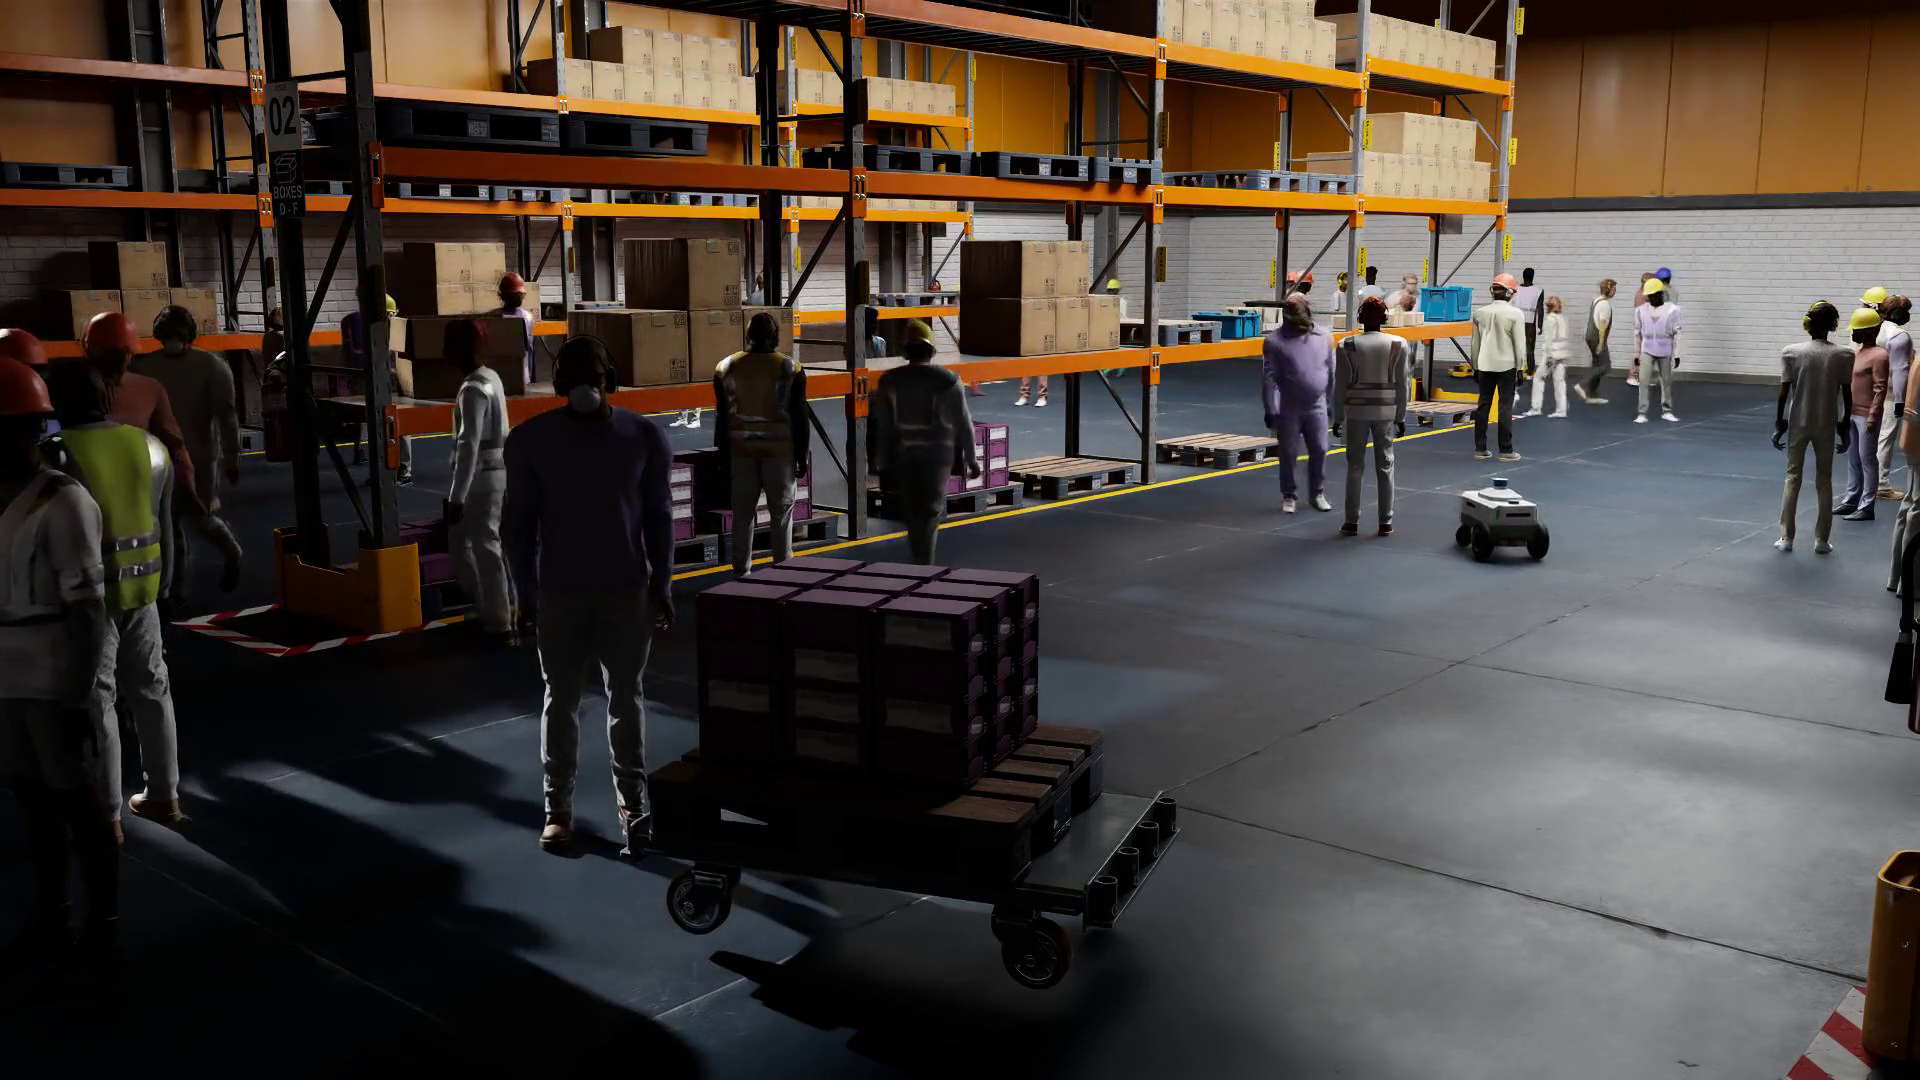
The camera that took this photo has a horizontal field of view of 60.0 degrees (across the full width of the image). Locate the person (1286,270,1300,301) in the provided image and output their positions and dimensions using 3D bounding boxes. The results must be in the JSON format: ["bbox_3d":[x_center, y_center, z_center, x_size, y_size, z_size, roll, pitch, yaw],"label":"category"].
[{"bbox_3d":[5.078,-3.127,25.252,0.670,1.913,0.565,-3,11,-19],"label":"person"}]

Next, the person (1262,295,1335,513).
[{"bbox_3d":[2.862,-1.141,14.100,0.667,1.867,0.501,-1,10,-5],"label":"person"}]

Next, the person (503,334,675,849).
[{"bbox_3d":[-1.381,0.196,6.281,0.630,1.938,0.366,-3,10,-15],"label":"person"}]

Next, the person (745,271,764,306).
[{"bbox_3d":[-2.669,-2.704,22.795,0.627,1.940,0.372,9,13,41],"label":"person"}]

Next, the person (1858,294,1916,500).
[{"bbox_3d":[8.347,-1.286,14.998,0.429,1.841,0.634,0,10,-1],"label":"person"}]

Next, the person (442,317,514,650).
[{"bbox_3d":[-2.771,-0.300,9.272,0.546,1.873,0.616,-2,10,-10],"label":"person"}]

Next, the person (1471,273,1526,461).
[{"bbox_3d":[5.728,-1.829,17.678,0.392,1.986,0.609,-9,14,-42],"label":"person"}]

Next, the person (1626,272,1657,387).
[{"bbox_3d":[11.203,-3.424,27.147,0.432,1.868,0.715,8,13,37],"label":"person"}]

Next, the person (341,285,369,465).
[{"bbox_3d":[-6.153,-1.742,17.366,0.547,1.928,0.409,1,10,5],"label":"person"}]

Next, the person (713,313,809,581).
[{"bbox_3d":[-1.296,-0.569,10.941,0.627,1.835,0.429,1,10,6],"label":"person"}]

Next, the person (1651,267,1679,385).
[{"bbox_3d":[11.638,-3.533,27.533,0.611,1.955,0.401,-10,14,-44],"label":"person"}]

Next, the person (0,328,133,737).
[{"bbox_3d":[-4.269,-0.022,7.661,0.984,1.883,0.568,3,11,19],"label":"person"}]

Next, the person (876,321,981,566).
[{"bbox_3d":[-0.203,-0.538,10.906,0.632,1.769,0.959,2,10,14],"label":"person"}]

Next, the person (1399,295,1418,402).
[{"bbox_3d":[6.035,-2.563,22.896,0.503,1.618,0.543,-8,13,-37],"label":"person"}]

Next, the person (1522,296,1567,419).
[{"bbox_3d":[7.791,-2.424,22.089,0.667,1.611,0.545,8,13,39],"label":"person"}]

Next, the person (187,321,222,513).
[{"bbox_3d":[-6.543,-1.063,14.133,0.541,1.696,0.316,4,11,21],"label":"person"}]

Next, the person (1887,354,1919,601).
[{"bbox_3d":[6.261,-0.571,10.690,0.383,1.922,0.593,3,11,19],"label":"person"}]

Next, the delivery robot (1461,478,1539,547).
[{"bbox_3d":[3.977,-0.214,12.271,0.477,0.478,0.707,0,10,-4],"label":"delivery robot"}]

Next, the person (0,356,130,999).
[{"bbox_3d":[-2.807,0.416,5.028,0.542,1.939,0.364,6,12,31],"label":"person"}]

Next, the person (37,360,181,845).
[{"bbox_3d":[-3.282,0.237,6.334,0.429,1.839,0.633,4,11,24],"label":"person"}]

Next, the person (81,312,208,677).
[{"bbox_3d":[-4.420,-0.231,8.776,1.068,1.928,0.626,7,12,33],"label":"person"}]

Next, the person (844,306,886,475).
[{"bbox_3d":[-0.926,-1.453,16.389,0.323,1.689,0.535,9,14,43],"label":"person"}]

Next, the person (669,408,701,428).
[{"bbox_3d":[-3.460,-2.224,20.927,0.507,1.633,0.278,8,13,38],"label":"person"}]

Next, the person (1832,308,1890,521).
[{"bbox_3d":[7.481,-1.039,13.829,0.327,1.760,0.523,0,10,3],"label":"person"}]

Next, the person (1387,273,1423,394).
[{"bbox_3d":[6.945,-3.215,25.904,0.660,1.879,0.533,0,10,-2],"label":"person"}]

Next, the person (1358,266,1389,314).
[{"bbox_3d":[6.770,-3.540,27.479,0.603,1.964,0.367,1,10,6],"label":"person"}]

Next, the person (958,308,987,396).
[{"bbox_3d":[0.097,-3.014,25.136,0.740,1.746,0.532,-6,12,-31],"label":"person"}]

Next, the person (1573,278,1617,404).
[{"bbox_3d":[9.164,-2.855,23.972,0.483,1.827,0.538,0,10,0],"label":"person"}]

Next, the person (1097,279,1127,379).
[{"bbox_3d":[2.654,-3.650,28.824,0.921,1.722,0.527,-9,14,-42],"label":"person"}]

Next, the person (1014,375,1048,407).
[{"bbox_3d":[1.036,-2.852,23.728,0.650,1.907,0.400,6,12,30],"label":"person"}]

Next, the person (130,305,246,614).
[{"bbox_3d":[-4.787,-0.508,10.360,0.663,1.913,0.585,1,10,8],"label":"person"}]

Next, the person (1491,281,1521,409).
[{"bbox_3d":[7.644,-2.755,23.371,0.418,1.839,0.540,2,10,9],"label":"person"}]

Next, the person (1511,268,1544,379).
[{"bbox_3d":[9.732,-3.720,28.638,0.598,1.917,0.375,6,11,29],"label":"person"}]

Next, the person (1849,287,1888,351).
[{"bbox_3d":[9.947,-1.846,18.210,0.404,1.832,0.600,2,10,12],"label":"person"}]

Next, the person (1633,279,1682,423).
[{"bbox_3d":[9.060,-2.447,21.576,0.604,1.872,0.727,7,12,36],"label":"person"}]

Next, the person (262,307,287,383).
[{"bbox_3d":[-7.289,-1.685,17.885,0.501,1.628,0.277,7,12,34],"label":"person"}]

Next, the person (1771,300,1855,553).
[{"bbox_3d":[6.321,-0.836,12.335,0.531,1.876,0.318,4,11,24],"label":"person"}]

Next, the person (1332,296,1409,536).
[{"bbox_3d":[3.212,-0.963,13.037,0.573,1.883,0.354,1,10,7],"label":"person"}]

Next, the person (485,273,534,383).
[{"bbox_3d":[-4.407,-1.633,16.532,1.025,1.991,0.626,9,14,42],"label":"person"}]

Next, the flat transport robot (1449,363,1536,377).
[{"bbox_3d":[9.322,-2.970,29.051,1.431,0.197,0.652,2,10,10],"label":"flat transport robot"}]

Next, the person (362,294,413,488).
[{"bbox_3d":[-5.421,-1.410,15.717,0.592,1.837,0.404,7,12,33],"label":"person"}]

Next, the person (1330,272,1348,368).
[{"bbox_3d":[6.174,-3.399,26.965,0.325,1.865,0.516,5,11,27],"label":"person"}]

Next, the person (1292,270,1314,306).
[{"bbox_3d":[4.930,-2.917,23.998,0.350,1.942,0.545,-3,10,-15],"label":"person"}]
